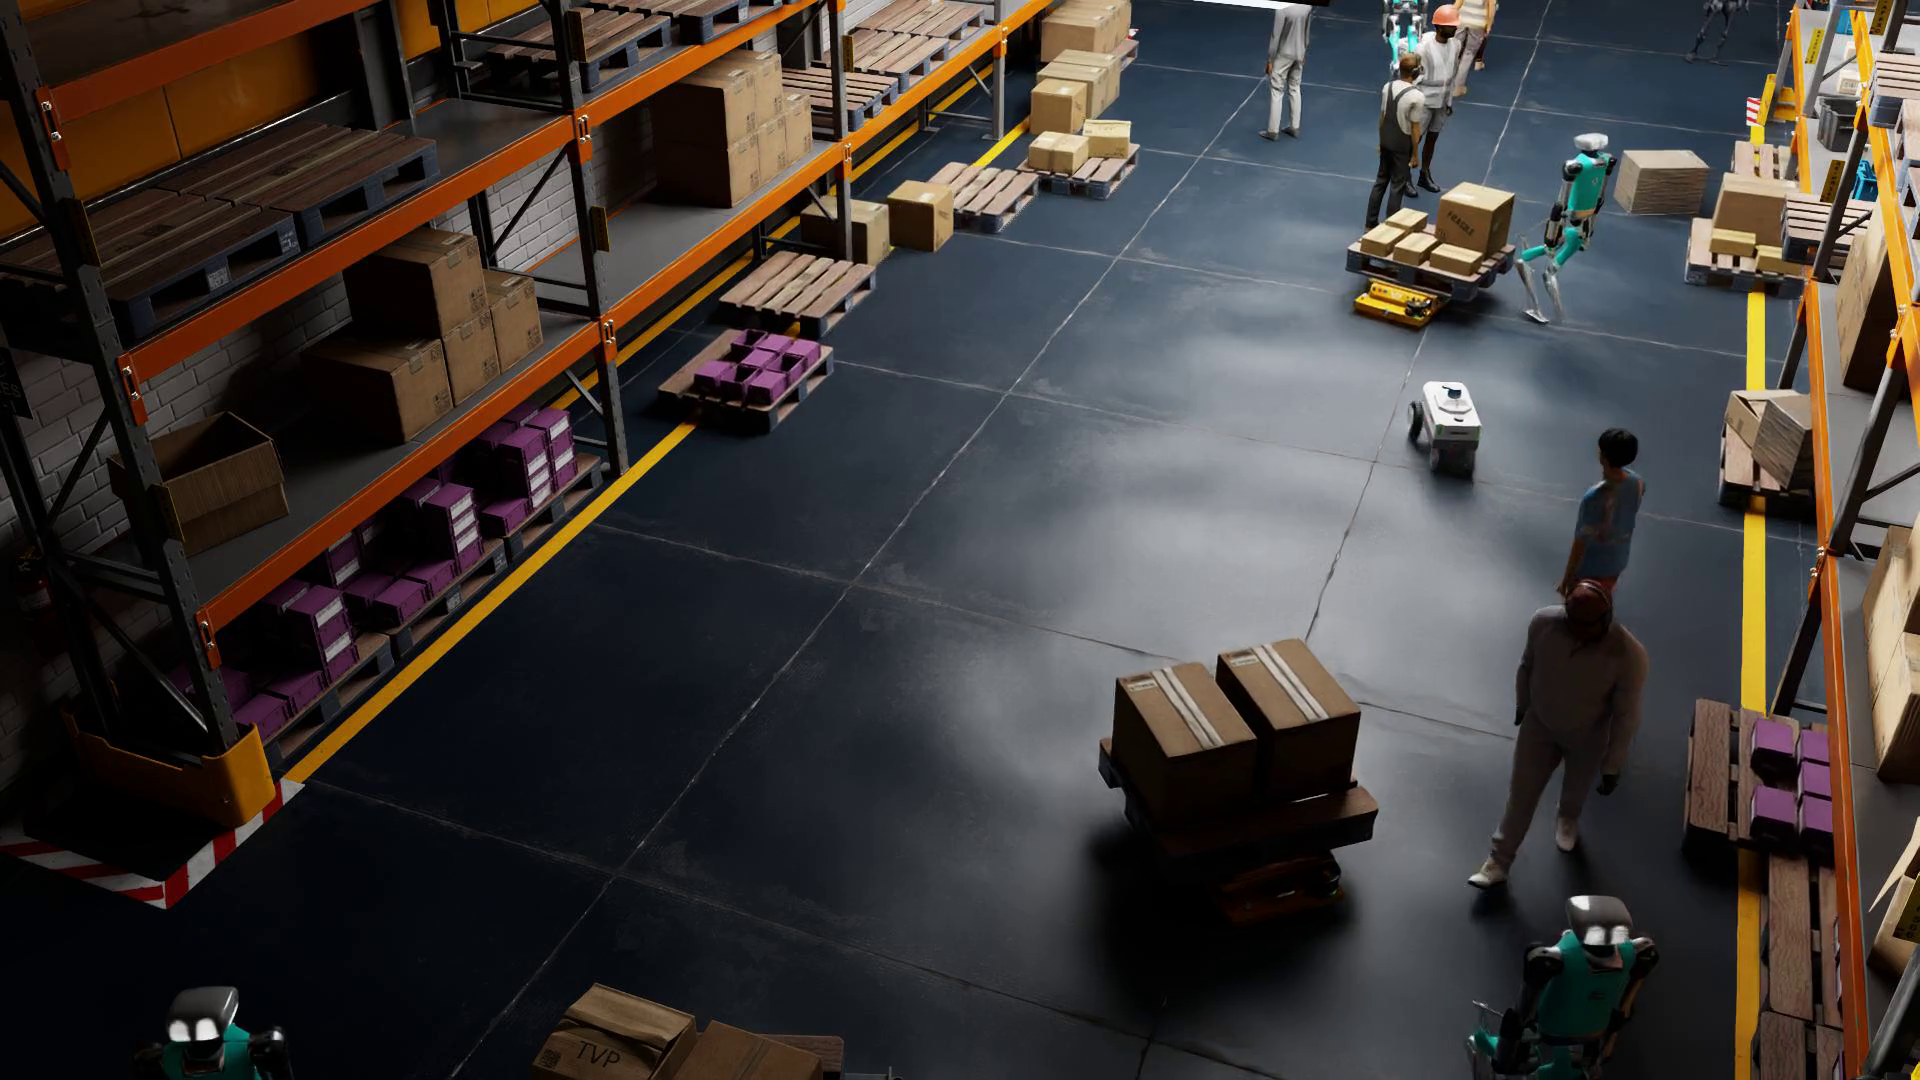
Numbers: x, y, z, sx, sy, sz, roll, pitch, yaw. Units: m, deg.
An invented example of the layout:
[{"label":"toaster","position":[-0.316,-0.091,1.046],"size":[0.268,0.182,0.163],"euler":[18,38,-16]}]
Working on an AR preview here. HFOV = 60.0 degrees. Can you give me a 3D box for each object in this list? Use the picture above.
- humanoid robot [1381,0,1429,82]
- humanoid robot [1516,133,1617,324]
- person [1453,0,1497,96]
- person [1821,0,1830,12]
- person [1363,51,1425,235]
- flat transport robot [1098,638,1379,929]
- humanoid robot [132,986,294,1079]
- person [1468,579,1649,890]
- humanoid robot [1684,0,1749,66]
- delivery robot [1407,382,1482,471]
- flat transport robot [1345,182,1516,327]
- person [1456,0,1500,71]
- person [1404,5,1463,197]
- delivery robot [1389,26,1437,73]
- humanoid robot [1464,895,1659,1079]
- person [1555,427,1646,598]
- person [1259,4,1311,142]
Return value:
[{"label":"humanoid robot","position":[5.173,-5.911,19.374],"size":[0.559,1.745,0.839],"euler":[4,33,7]},{"label":"humanoid robot","position":[5.150,-2.694,14.414],"size":[0.543,1.808,0.698],"euler":[-16,36,-23]},{"label":"person","position":[6.035,-6.097,19.657],"size":[0.504,1.744,0.529],"euler":[21,39,29]},{"label":"person","position":[10.977,-6.777,20.610],"size":[0.519,1.866,0.391],"euler":[-5,33,-8]},{"label":"person","position":[4.200,-3.763,15.976],"size":[0.335,1.837,0.499],"euler":[-17,36,-24]},{"label":"flat transport robot","position":[1.498,1.533,9.219],"size":[0.659,0.231,1.431],"euler":[-10,34,-15]},{"label":"humanoid robot","position":[-2.824,2.303,6.688],"size":[0.538,1.782,0.870],"euler":[-6,33,-10]},{"label":"person","position":[3.127,0.998,8.589],"size":[0.679,1.840,0.999],"euler":[23,39,31]},{"label":"humanoid robot","position":[9.557,-6.777,20.789],"size":[0.604,1.647,0.453],"euler":[-2,33,-3]},{"label":"delivery robot","position":[3.748,-0.923,12.740],"size":[0.499,0.576,0.768],"euler":[2,33,3]},{"label":"flat transport robot","position":[4.227,-2.346,15.223],"size":[0.659,0.231,1.431],"euler":[23,39,31]},{"label":"person","position":[6.452,-6.689,20.635],"size":[0.528,1.688,0.322],"euler":[16,36,23]},{"label":"person","position":[4.827,-4.482,16.989],"size":[0.549,1.941,0.344],"euler":[-15,36,-22]},{"label":"delivery robot","position":[5.772,-6.124,20.803],"size":[0.774,0.592,0.499],"euler":[-20,38,-28]},{"label":"humanoid robot","position":[2.433,2.051,7.073],"size":[0.534,1.793,0.735],"euler":[-4,33,-7]},{"label":"person","position":[3.845,0.133,10.020],"size":[0.558,1.754,0.363],"euler":[-17,37,-25]},{"label":"person","position":[3.633,-5.351,18.382],"size":[0.549,1.889,0.395],"euler":[-18,37,-25]}]
